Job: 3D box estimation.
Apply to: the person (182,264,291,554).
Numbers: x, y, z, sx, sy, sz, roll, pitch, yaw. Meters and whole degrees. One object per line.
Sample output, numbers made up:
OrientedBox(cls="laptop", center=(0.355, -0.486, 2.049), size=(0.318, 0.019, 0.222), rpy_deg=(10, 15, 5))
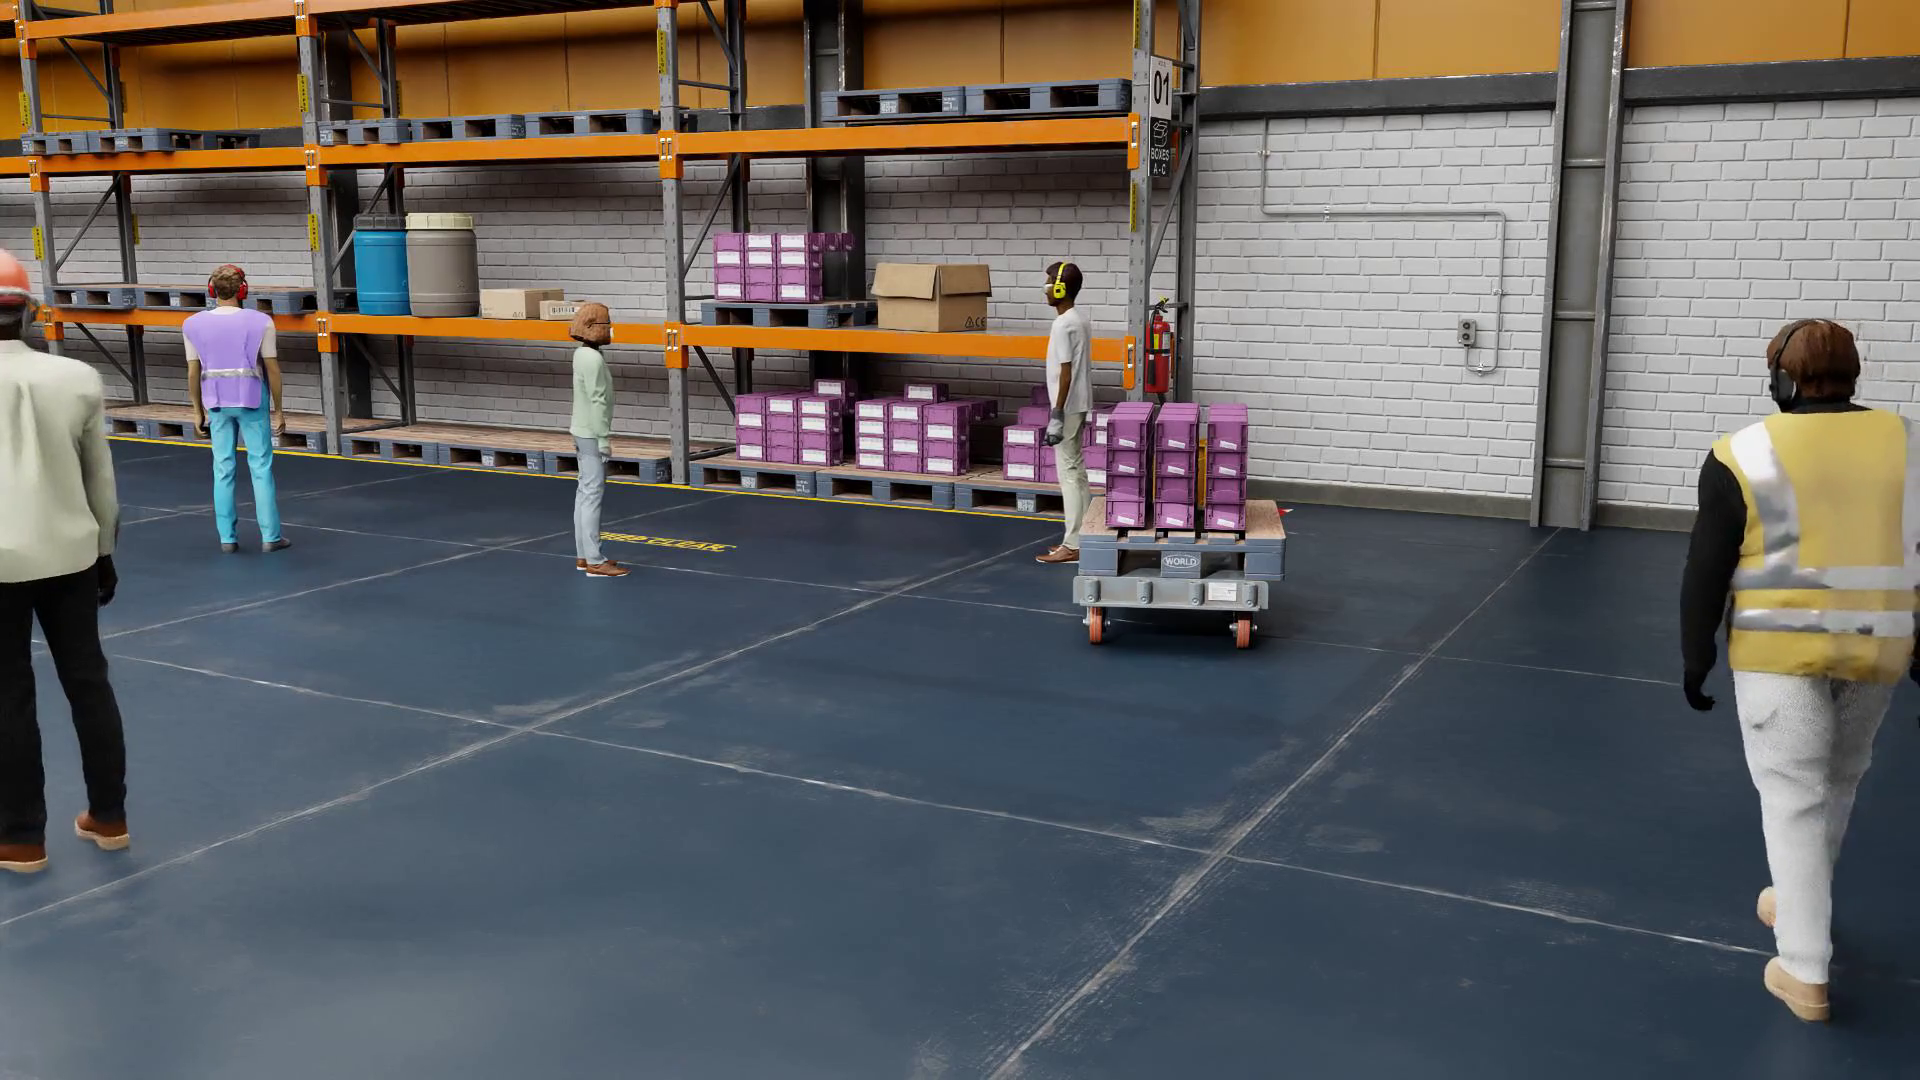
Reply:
OrientedBox(cls="person", center=(-4.614, -0.823, 10.616), size=(0.563, 1.847, 0.388), rpy_deg=(-2, 10, -10))

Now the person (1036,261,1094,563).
OrientedBox(cls="person", center=(0.655, -0.784, 10.341), size=(0.329, 1.871, 0.513), rpy_deg=(4, 11, 20))

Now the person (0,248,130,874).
OrientedBox(cls="person", center=(-3.007, 0.066, 5.339), size=(0.395, 1.992, 0.621), rpy_deg=(7, 13, 34))

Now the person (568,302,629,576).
OrientedBox(cls="person", center=(-2.189, -0.602, 9.988), size=(0.284, 1.634, 0.498), rpy_deg=(-4, 11, -21))

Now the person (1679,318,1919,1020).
OrientedBox(cls="person", center=(2.277, 0.311, 4.522), size=(0.639, 1.801, 0.834), rpy_deg=(1, 10, 5))
